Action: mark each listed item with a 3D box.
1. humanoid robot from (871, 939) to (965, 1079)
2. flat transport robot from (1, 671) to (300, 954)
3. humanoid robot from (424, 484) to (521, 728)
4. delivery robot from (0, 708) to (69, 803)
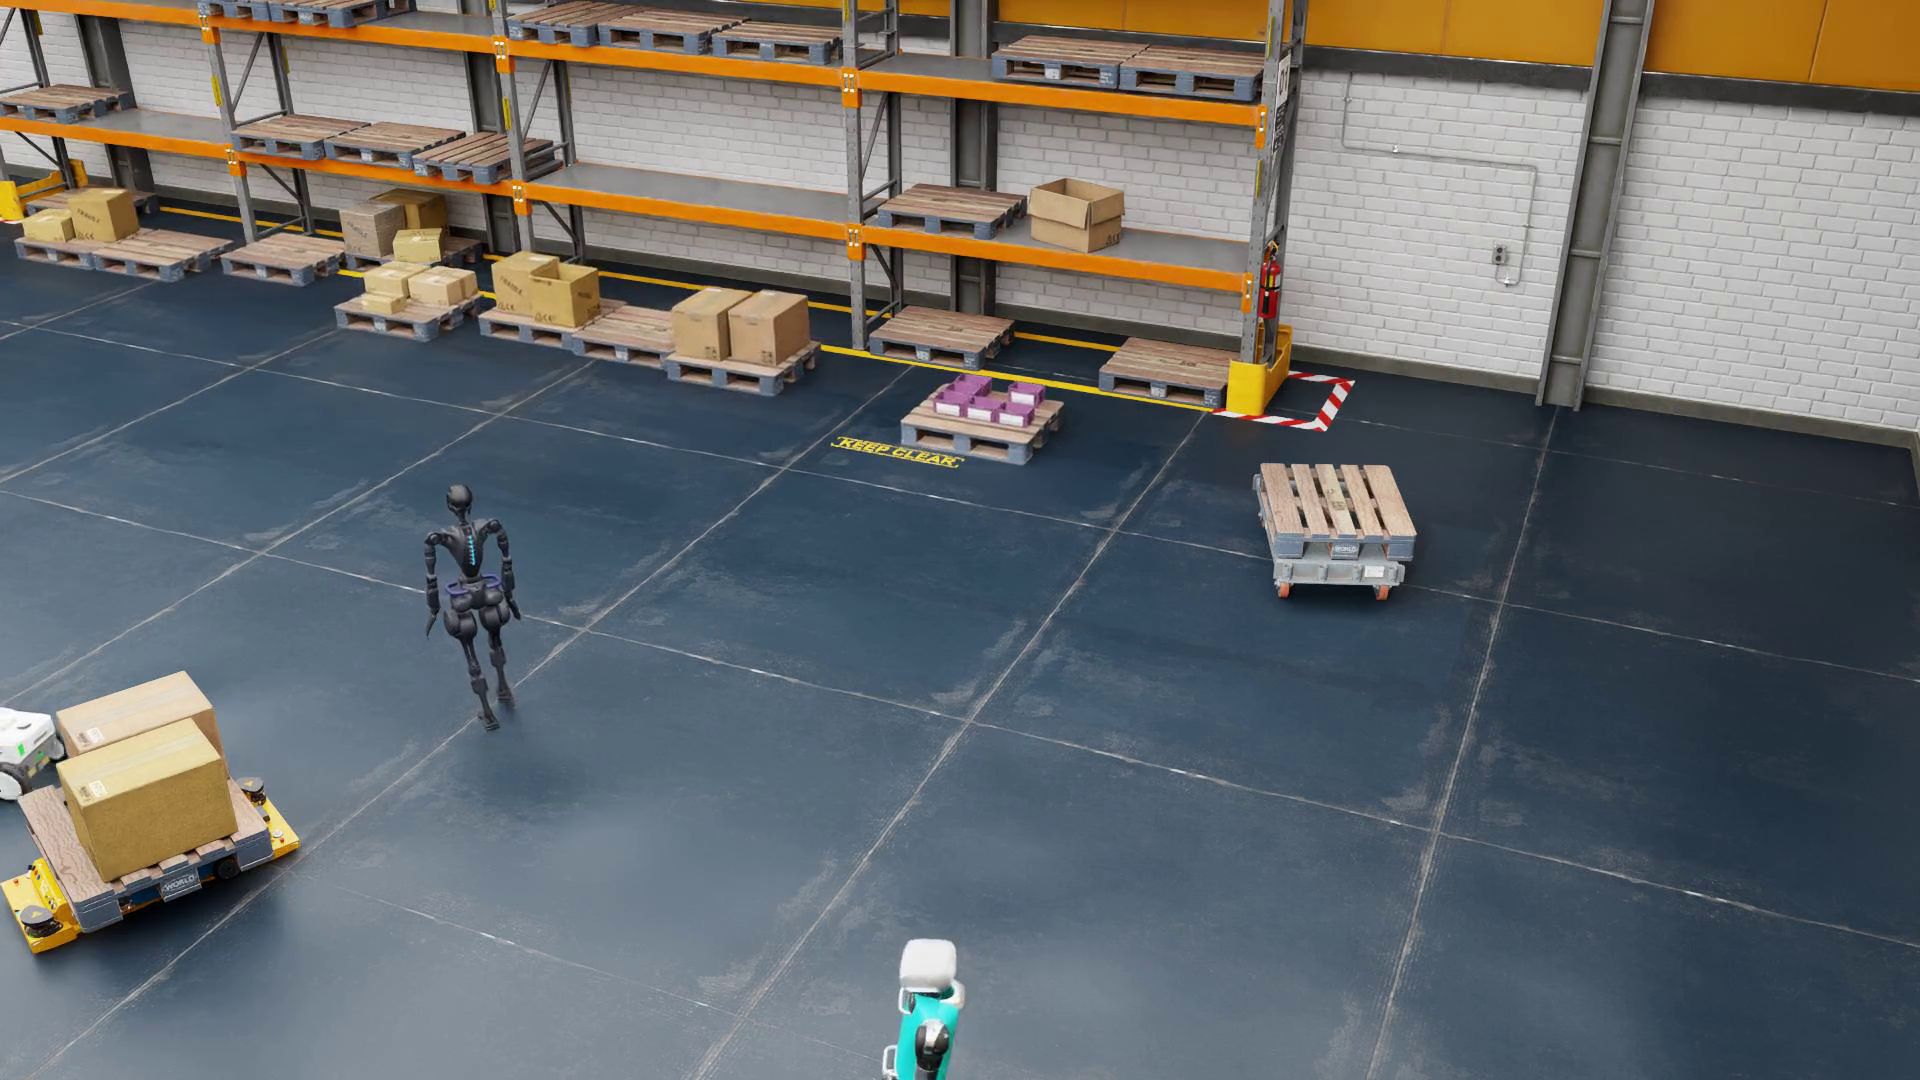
[{"bbox_3d":[-0.421,2.380,6.711,0.877,1.772,0.586,1,27,1],"label":"humanoid robot"},{"bbox_3d":[-4.578,1.809,9.423,1.431,0.231,0.659,-21,34,-35],"label":"flat transport robot"},{"bbox_3d":[-3.137,0.396,10.638,0.596,1.644,0.523,-16,31,-28],"label":"humanoid robot"},{"bbox_3d":[-5.911,1.257,10.199,0.814,0.611,0.499,5,28,9],"label":"delivery robot"}]
